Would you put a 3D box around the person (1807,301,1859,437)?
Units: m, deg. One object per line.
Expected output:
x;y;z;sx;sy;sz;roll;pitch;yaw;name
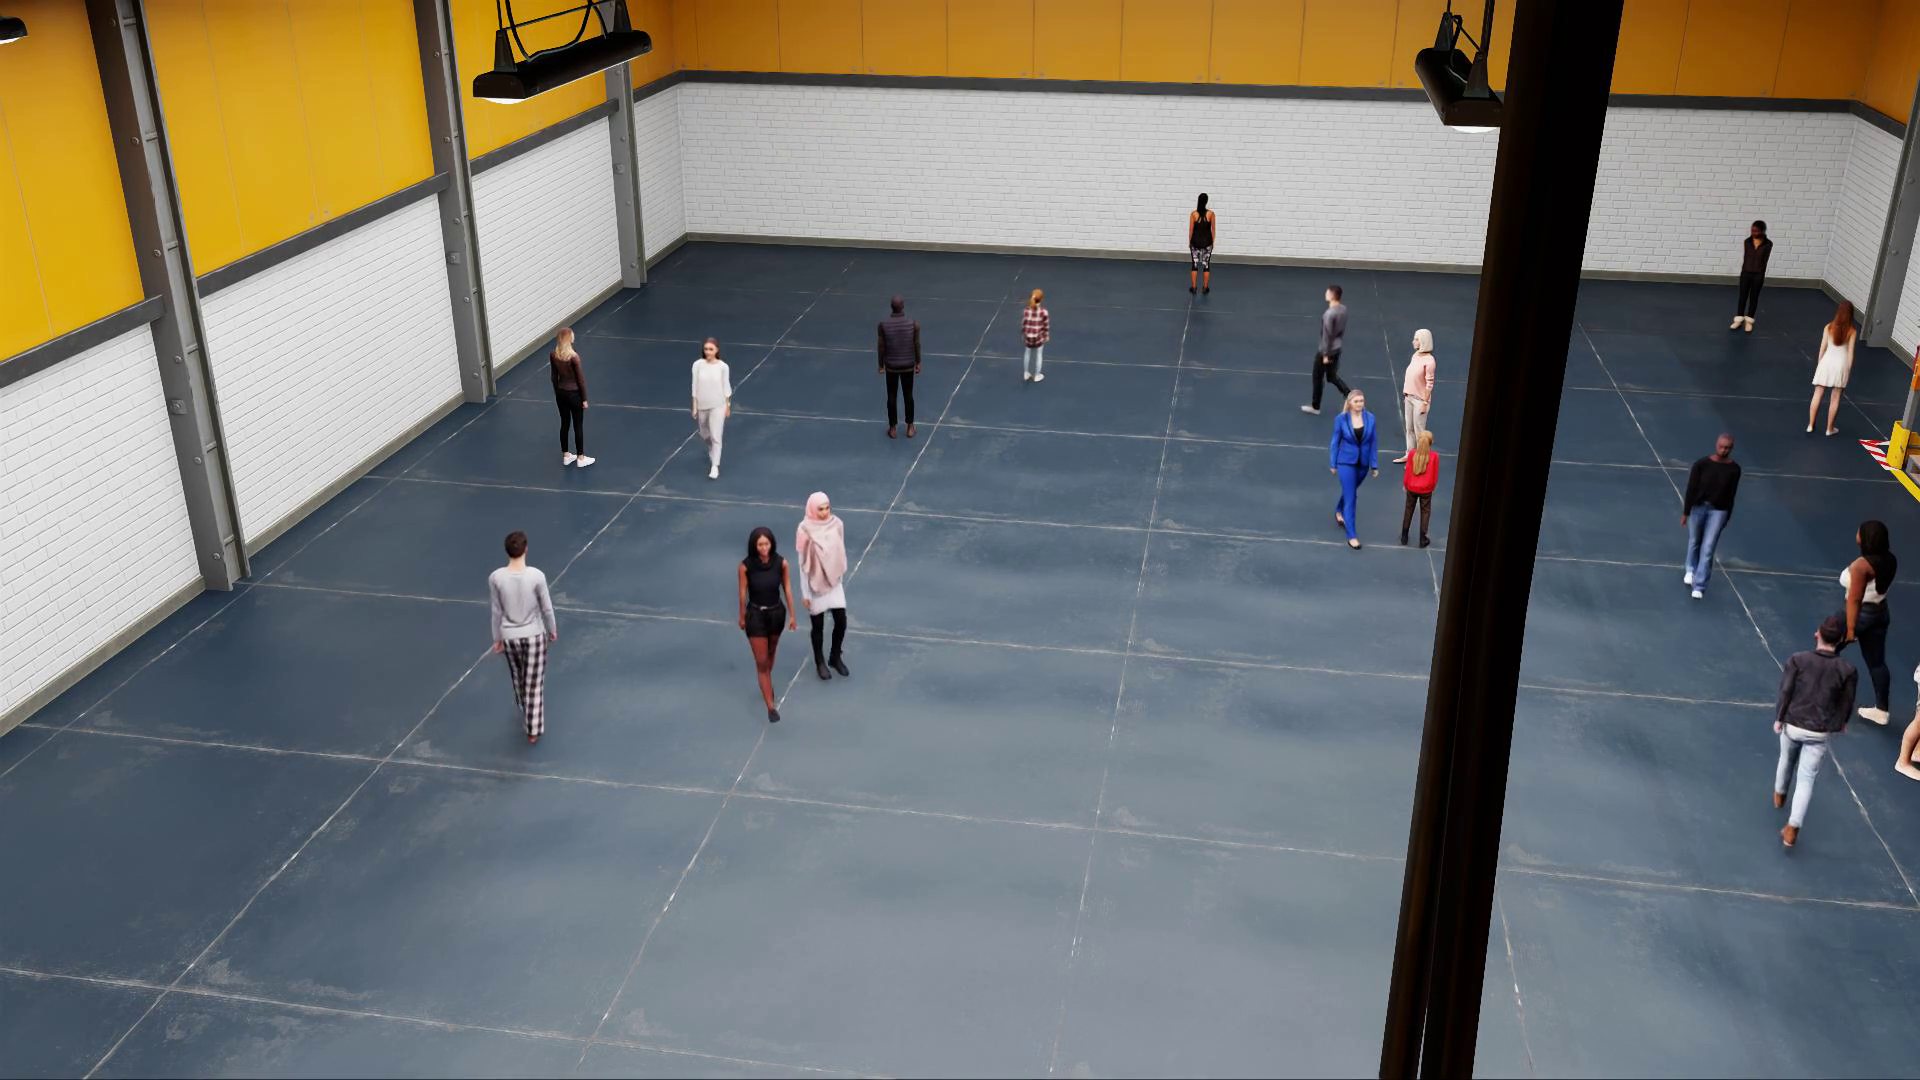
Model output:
11.014;-2.175;20.972;0.644;1.709;0.665;19;30;36;person

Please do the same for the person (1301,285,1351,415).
4.850;-2.418;21.485;1.019;1.742;1.027;21;31;40;person

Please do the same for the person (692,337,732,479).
-2.952;-1.607;19.716;0.709;1.673;0.993;0;24;0;person

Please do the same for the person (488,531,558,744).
-3.665;0.850;13.907;0.795;1.825;1.016;-1;24;-3;person

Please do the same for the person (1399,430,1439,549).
4.928;-0.560;17.814;0.548;1.278;0.547;10;26;23;person

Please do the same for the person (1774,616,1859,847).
6.398;1.467;12.528;0.885;1.798;1.194;11;26;23;person

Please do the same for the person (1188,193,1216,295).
3.947;-4.867;27.191;0.585;1.659;0.513;3;24;7;person

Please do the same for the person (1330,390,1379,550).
4.209;-0.816;17.931;0.900;1.654;1.248;-4;24;-8;person

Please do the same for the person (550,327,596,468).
-4.682;-1.717;19.932;0.663;1.703;0.610;12;26;25;person

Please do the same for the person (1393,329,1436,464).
5.464;-1.684;19.828;0.739;1.724;0.612;-7;25;-15;person

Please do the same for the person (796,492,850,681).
-1.293;0.397;14.983;0.764;1.794;0.812;-12;27;-26;person

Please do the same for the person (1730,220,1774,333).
12.062;-4.040;25.294;0.682;1.663;0.745;12;26;25;person

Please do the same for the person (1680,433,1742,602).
7.477;-0.285;16.664;0.852;1.695;1.219;13;27;26;person

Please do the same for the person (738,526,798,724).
-1.709;0.672;14.472;1.006;1.697;1.207;-9;25;-20;person

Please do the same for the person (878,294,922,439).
-0.758;-2.181;20.826;0.747;1.835;0.660;-2;24;-3;person

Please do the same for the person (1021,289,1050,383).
1.012;-2.826;22.967;0.548;1.303;0.528;6;24;14;person
